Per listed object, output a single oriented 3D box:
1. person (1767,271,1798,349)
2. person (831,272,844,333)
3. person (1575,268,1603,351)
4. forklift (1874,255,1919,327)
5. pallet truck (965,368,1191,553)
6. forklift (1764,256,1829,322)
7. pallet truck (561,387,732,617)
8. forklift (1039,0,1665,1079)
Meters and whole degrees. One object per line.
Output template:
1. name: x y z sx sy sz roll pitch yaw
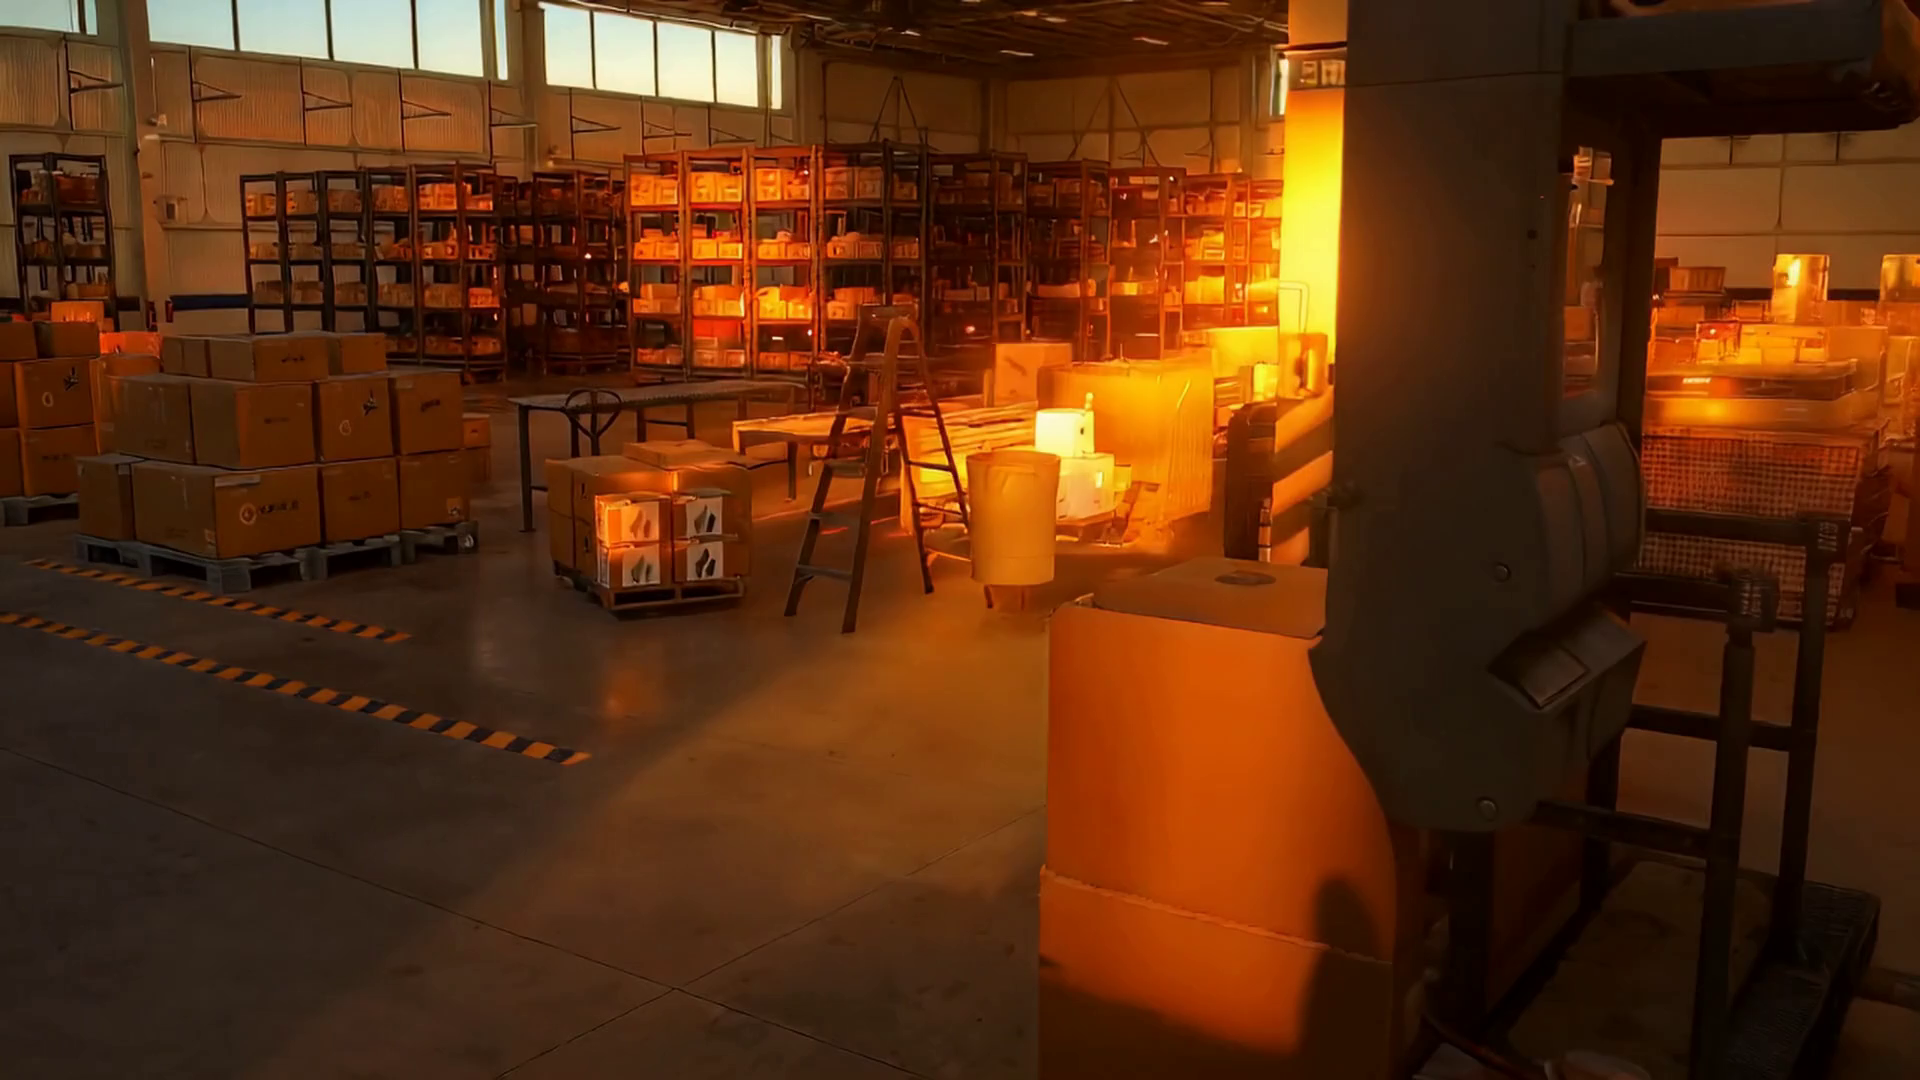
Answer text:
1. person: 17.042 -4.670 34.505 0.422 1.815 0.608 -3 10 -16
2. person: -2.509 -4.693 34.717 0.776 1.806 0.639 3 10 16
3. person: 14.238 -5.173 37.381 0.893 1.875 0.641 -7 12 -36
4. forklift: 22.089 -5.634 38.796 1.157 1.987 2.680 6 11 33
5. pallet truck: 0.845 -0.609 11.869 1.630 1.274 0.653 7 12 35
6. forklift: 20.253 -5.854 40.139 1.157 1.987 2.680 7 12 35
7. pallet truck: -1.981 -0.274 10.088 0.680 1.201 1.601 -5 11 -28
8. forklift: 1.249 -0.137 4.360 1.873 2.768 1.129 7 12 35
